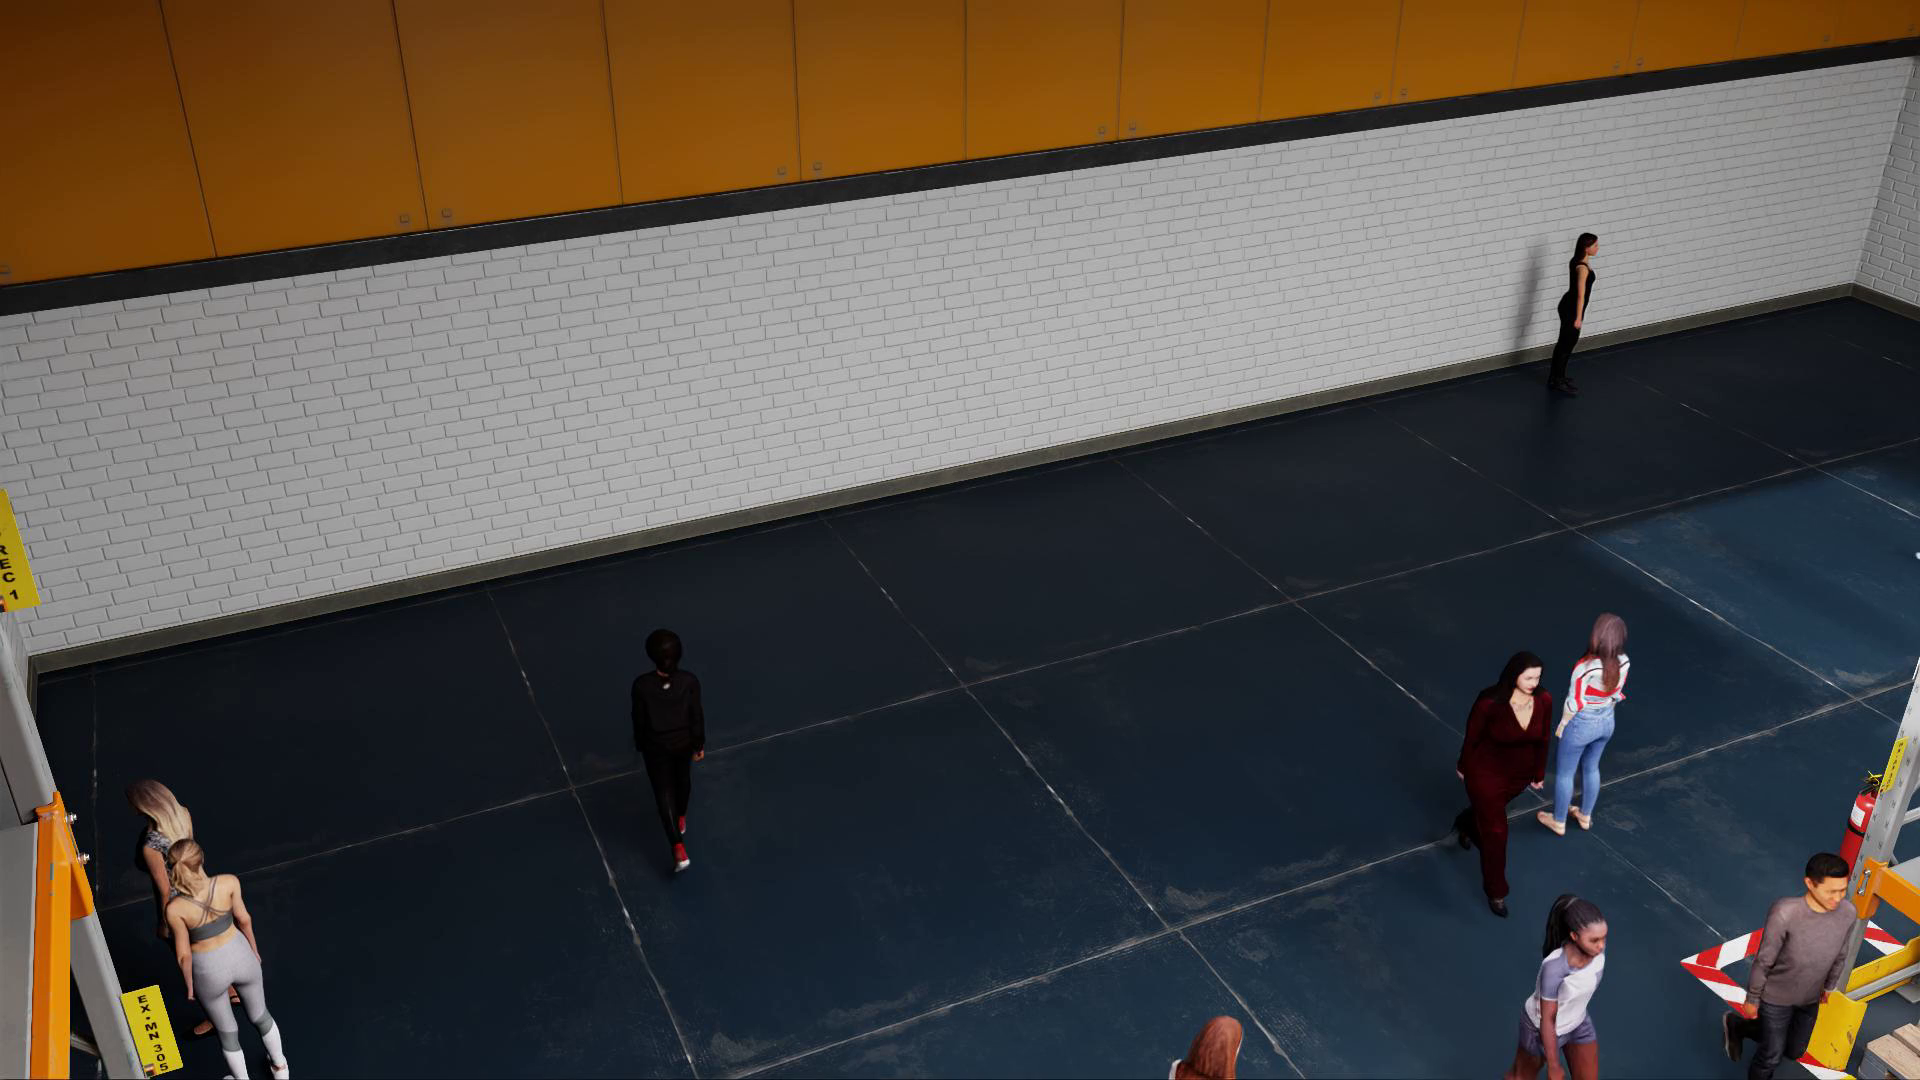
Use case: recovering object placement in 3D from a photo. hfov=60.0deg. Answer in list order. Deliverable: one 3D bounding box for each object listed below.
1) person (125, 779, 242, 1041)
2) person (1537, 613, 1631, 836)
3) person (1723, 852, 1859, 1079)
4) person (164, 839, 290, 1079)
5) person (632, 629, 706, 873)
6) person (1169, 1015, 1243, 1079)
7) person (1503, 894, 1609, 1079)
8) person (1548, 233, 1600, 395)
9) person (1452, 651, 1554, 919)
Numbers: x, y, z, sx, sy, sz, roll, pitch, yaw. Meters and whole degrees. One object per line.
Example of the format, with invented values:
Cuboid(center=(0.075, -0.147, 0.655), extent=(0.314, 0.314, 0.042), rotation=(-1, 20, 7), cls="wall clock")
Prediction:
Cuboid(center=(-4.274, 2.017, 9.197), extent=(0.700, 1.702, 0.590), rotation=(3, 29, 5), cls="person")
Cuboid(center=(4.092, 1.197, 10.796), extent=(0.596, 1.609, 0.506), rotation=(-11, 30, -19), cls="person")
Cuboid(center=(4.275, 2.287, 8.653), extent=(0.840, 1.749, 1.017), rotation=(-5, 29, -10), cls="person")
Cuboid(center=(-3.867, 2.263, 8.742), extent=(0.615, 1.705, 0.608), rotation=(-25, 37, -37), cls="person")
Cuboid(center=(-1.830, 1.337, 10.496), extent=(0.649, 1.652, 1.063), rotation=(-10, 30, -18), cls="person")
Cuboid(center=(1.125, 2.868, 7.573), extent=(0.577, 1.762, 0.719), rotation=(23, 36, 35), cls="person")
Cuboid(center=(2.936, 2.440, 8.422), extent=(0.671, 1.702, 0.864), rotation=(-18, 33, -29), cls="person")
Cuboid(center=(6.359, -2.368, 17.251), extent=(0.742, 1.688, 0.664), rotation=(6, 29, 10), cls="person")
Cuboid(center=(3.313, 1.389, 10.346), extent=(0.797, 1.705, 1.149), rotation=(-7, 29, -12), cls="person")
